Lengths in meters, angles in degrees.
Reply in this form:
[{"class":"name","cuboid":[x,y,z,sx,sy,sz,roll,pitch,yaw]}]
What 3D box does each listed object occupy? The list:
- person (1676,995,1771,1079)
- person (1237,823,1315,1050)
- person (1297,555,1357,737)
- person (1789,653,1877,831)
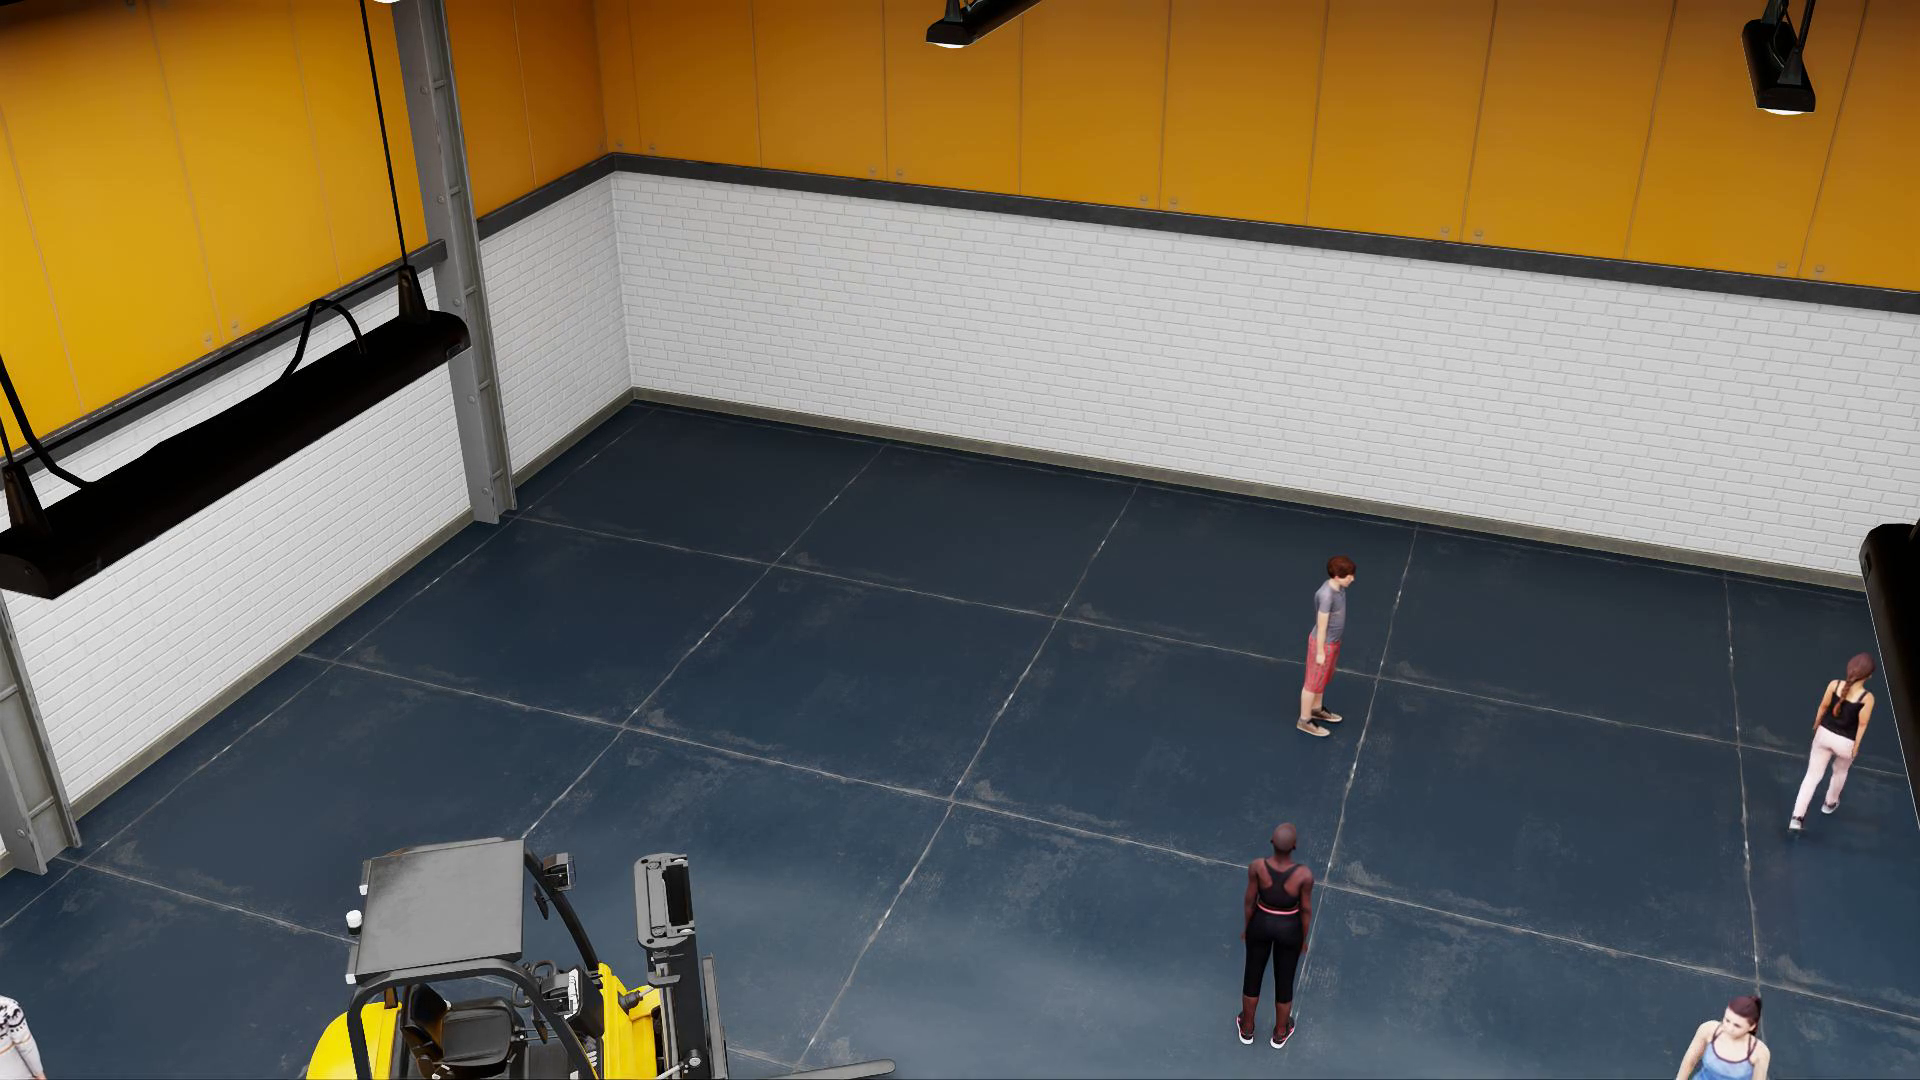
[{"class":"person","cuboid":[4.420,3.224,9.629,1.039,1.581,0.847,-24,37,-37]},{"class":"person","cuboid":[2.020,2.539,10.702,0.587,1.758,0.542,7,29,13]},{"class":"person","cuboid":[3.045,0.852,13.908,0.673,1.649,0.531,16,33,27]},{"class":"person","cuboid":[6.666,1.568,12.712,0.796,1.537,1.083,23,36,36]}]
